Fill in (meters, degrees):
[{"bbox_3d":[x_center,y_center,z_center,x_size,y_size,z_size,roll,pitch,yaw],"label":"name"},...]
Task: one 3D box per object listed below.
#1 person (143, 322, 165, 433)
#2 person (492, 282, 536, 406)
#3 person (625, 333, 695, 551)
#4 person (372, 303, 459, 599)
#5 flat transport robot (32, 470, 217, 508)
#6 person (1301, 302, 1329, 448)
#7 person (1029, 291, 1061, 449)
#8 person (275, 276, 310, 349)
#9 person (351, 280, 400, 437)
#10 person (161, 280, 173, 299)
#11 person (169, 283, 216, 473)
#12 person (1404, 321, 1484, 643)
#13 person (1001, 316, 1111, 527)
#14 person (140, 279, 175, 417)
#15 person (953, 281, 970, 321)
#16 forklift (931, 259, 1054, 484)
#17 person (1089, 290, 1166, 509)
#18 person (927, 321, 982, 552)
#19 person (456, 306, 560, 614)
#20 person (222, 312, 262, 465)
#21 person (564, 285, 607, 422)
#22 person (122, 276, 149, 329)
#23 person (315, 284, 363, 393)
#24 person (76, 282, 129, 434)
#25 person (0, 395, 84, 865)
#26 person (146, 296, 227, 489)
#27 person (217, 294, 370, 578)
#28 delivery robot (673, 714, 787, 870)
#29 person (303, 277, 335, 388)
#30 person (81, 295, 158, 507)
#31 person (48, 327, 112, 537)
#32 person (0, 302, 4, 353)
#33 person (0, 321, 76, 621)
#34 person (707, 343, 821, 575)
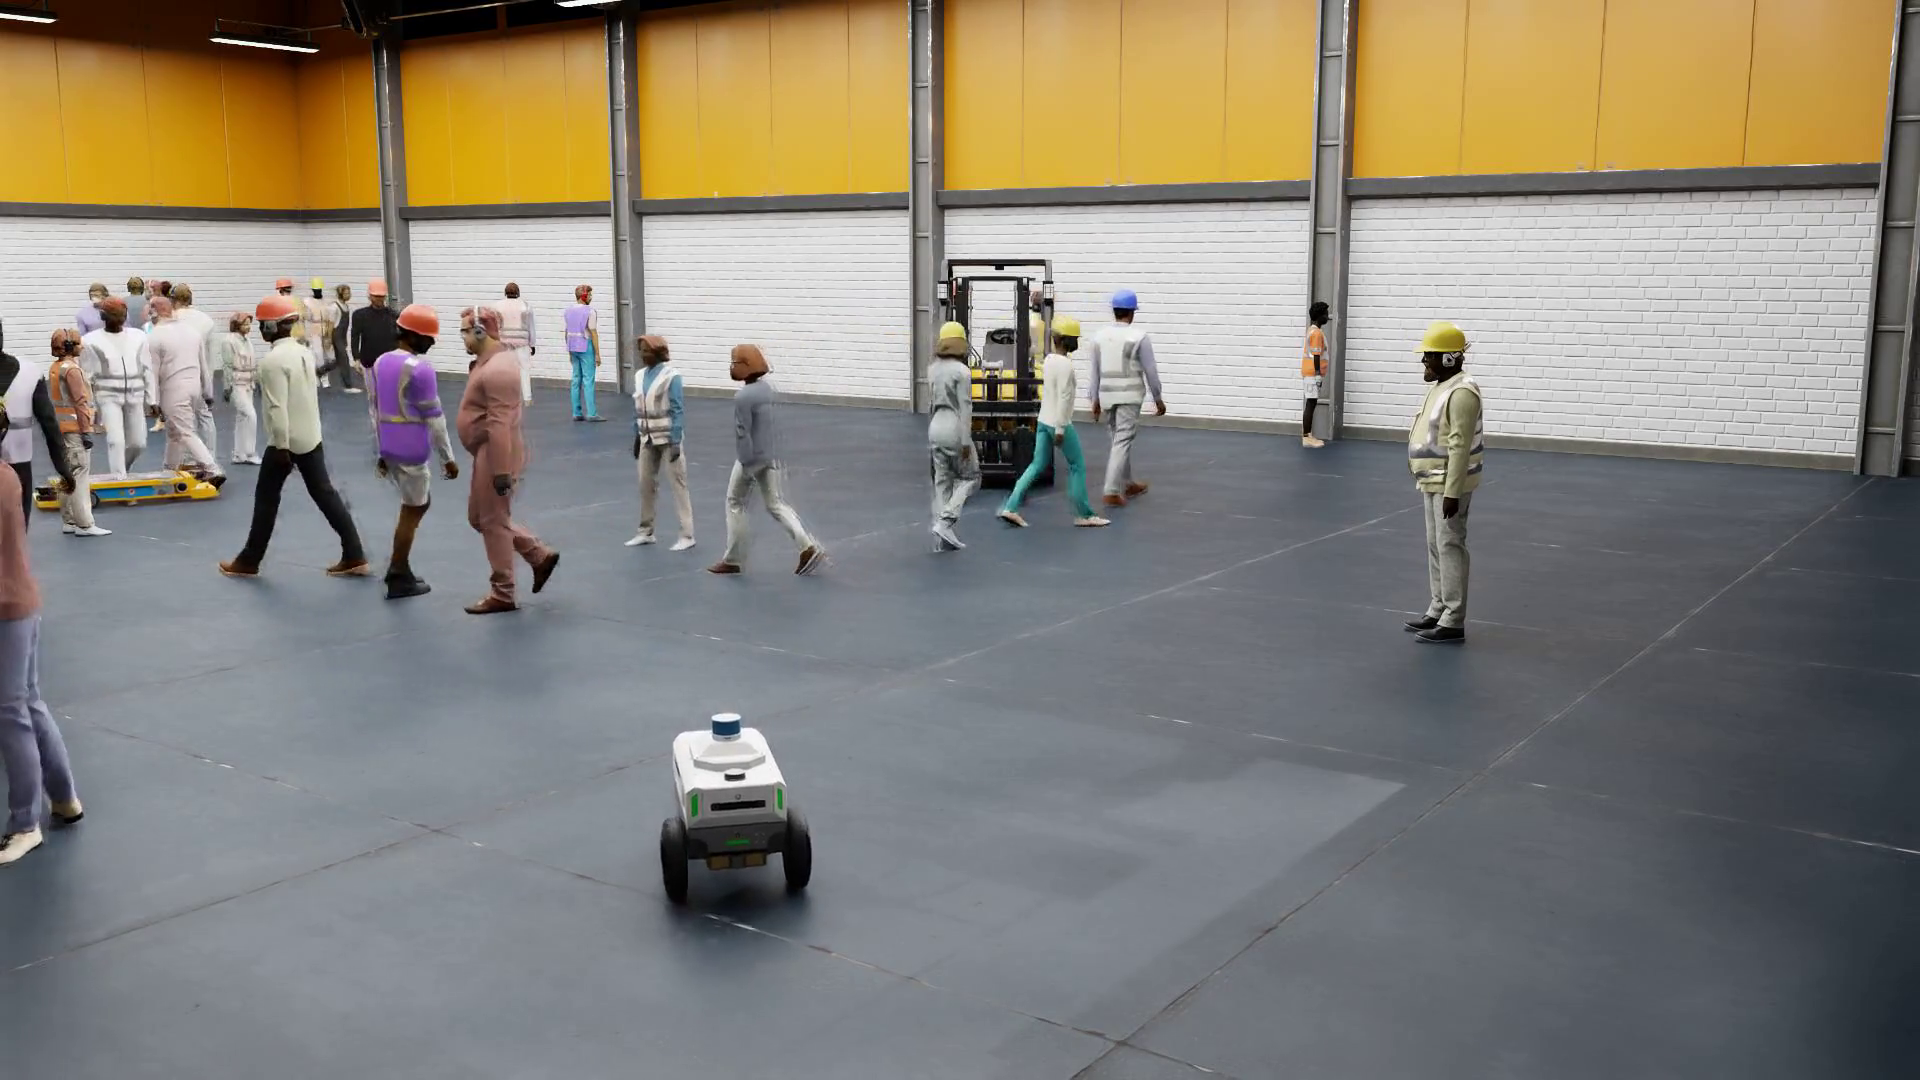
[{"bbox_3d":[-9.998,-2.183,20.884,0.541,1.696,0.315,1,10,6],"label":"person"},{"bbox_3d":[-6.615,-2.893,24.686,0.633,1.841,0.429,-2,10,-12],"label":"person"},{"bbox_3d":[-2.257,-0.739,12.492,0.521,1.638,0.320,7,12,38],"label":"person"},{"bbox_3d":[-3.493,-0.561,10.648,0.575,1.892,0.503,9,13,42],"label":"person"},{"bbox_3d":[-7.492,-0.468,14.910,1.431,0.197,0.652,-6,11,-32],"label":"flat transport robot"},{"bbox_3d":[4.125,-1.918,19.333,0.320,1.694,0.531,2,10,10],"label":"person"},{"bbox_3d":[0.882,-1.984,19.376,0.655,1.803,0.900,-5,11,-26],"label":"person"},{"bbox_3d":[-10.648,-3.228,26.471,0.480,1.911,0.555,4,10,21],"label":"person"},{"bbox_3d":[-7.022,-2.165,20.103,0.598,1.933,1.075,-3,10,-17],"label":"person"},{"bbox_3d":[-12.694,-3.228,26.671,0.512,1.853,0.567,0,10,-2],"label":"person"},{"bbox_3d":[-7.861,-1.641,16.935,0.355,1.938,0.636,4,10,24],"label":"person"},{"bbox_3d":[2.753,-0.329,9.477,0.403,1.824,0.594,0,10,2],"label":"person"},{"bbox_3d":[0.747,-0.946,13.430,0.881,1.724,0.519,-3,10,-20],"label":"person"},{"bbox_3d":[-11.144,-2.657,23.088,0.407,1.909,0.653,1,10,4],"label":"person"},{"bbox_3d":[-0.034,-2.075,19.529,0.354,1.939,0.544,3,10,17],"label":"person"},{"bbox_3d":[0.370,-1.738,16.759,1.214,2.155,2.313,1,10,3],"label":"forklift"},{"bbox_3d":[1.500,-1.247,14.700,0.613,1.905,0.863,9,13,44],"label":"person"},{"bbox_3d":[-0.059,-0.761,12.371,0.379,1.716,0.490,-8,13,-41],"label":"person"},{"bbox_3d":[-2.819,-0.496,10.259,0.533,1.884,0.699,-3,10,-18],"label":"person"},{"bbox_3d":[-7.523,-1.591,17.575,0.530,1.620,0.530,1,10,5],"label":"person"},{"bbox_3d":[-5.067,-2.494,22.323,0.563,1.837,0.388,6,11,32],"label":"person"},{"bbox_3d":[-11.614,-2.756,23.579,0.627,1.940,0.373,-1,10,-8],"label":"person"},{"bbox_3d":[-10.245,-3.282,27.145,0.833,1.806,0.540,0,10,2],"label":"person"},{"bbox_3d":[-10.826,-2.314,21.103,0.640,1.904,0.947,0,10,-2],"label":"person"},{"bbox_3d":[-3.509,0.293,6.100,0.345,1.719,0.646,-4,10,-22],"label":"person"},{"bbox_3d":[-7.295,-1.368,15.613,0.982,1.842,0.690,3,10,15],"label":"person"},{"bbox_3d":[-4.540,-0.692,11.303,1.037,1.940,0.652,1,10,7],"label":"person"},{"bbox_3d":[-0.823,0.859,5.887,0.477,0.478,0.707,-2,10,-14],"label":"delivery robot"},{"bbox_3d":[-11.000,-3.566,28.551,0.597,1.890,0.851,-7,12,-34],"label":"person"},{"bbox_3d":[-7.501,-1.245,14.815,0.579,1.864,0.718,-9,13,-44],"label":"person"},{"bbox_3d":[-6.963,-0.843,13.074,0.514,1.641,0.307,9,13,43],"label":"person"},{"bbox_3d":[-13.012,-2.557,22.081,0.382,2.045,0.605,7,12,34],"label":"person"},{"bbox_3d":[-5.590,-0.403,9.754,0.719,1.879,0.681,7,12,36],"label":"person"},{"bbox_3d":[-1.348,-0.543,11.372,0.769,1.604,0.499,4,10,22],"label":"person"}]
